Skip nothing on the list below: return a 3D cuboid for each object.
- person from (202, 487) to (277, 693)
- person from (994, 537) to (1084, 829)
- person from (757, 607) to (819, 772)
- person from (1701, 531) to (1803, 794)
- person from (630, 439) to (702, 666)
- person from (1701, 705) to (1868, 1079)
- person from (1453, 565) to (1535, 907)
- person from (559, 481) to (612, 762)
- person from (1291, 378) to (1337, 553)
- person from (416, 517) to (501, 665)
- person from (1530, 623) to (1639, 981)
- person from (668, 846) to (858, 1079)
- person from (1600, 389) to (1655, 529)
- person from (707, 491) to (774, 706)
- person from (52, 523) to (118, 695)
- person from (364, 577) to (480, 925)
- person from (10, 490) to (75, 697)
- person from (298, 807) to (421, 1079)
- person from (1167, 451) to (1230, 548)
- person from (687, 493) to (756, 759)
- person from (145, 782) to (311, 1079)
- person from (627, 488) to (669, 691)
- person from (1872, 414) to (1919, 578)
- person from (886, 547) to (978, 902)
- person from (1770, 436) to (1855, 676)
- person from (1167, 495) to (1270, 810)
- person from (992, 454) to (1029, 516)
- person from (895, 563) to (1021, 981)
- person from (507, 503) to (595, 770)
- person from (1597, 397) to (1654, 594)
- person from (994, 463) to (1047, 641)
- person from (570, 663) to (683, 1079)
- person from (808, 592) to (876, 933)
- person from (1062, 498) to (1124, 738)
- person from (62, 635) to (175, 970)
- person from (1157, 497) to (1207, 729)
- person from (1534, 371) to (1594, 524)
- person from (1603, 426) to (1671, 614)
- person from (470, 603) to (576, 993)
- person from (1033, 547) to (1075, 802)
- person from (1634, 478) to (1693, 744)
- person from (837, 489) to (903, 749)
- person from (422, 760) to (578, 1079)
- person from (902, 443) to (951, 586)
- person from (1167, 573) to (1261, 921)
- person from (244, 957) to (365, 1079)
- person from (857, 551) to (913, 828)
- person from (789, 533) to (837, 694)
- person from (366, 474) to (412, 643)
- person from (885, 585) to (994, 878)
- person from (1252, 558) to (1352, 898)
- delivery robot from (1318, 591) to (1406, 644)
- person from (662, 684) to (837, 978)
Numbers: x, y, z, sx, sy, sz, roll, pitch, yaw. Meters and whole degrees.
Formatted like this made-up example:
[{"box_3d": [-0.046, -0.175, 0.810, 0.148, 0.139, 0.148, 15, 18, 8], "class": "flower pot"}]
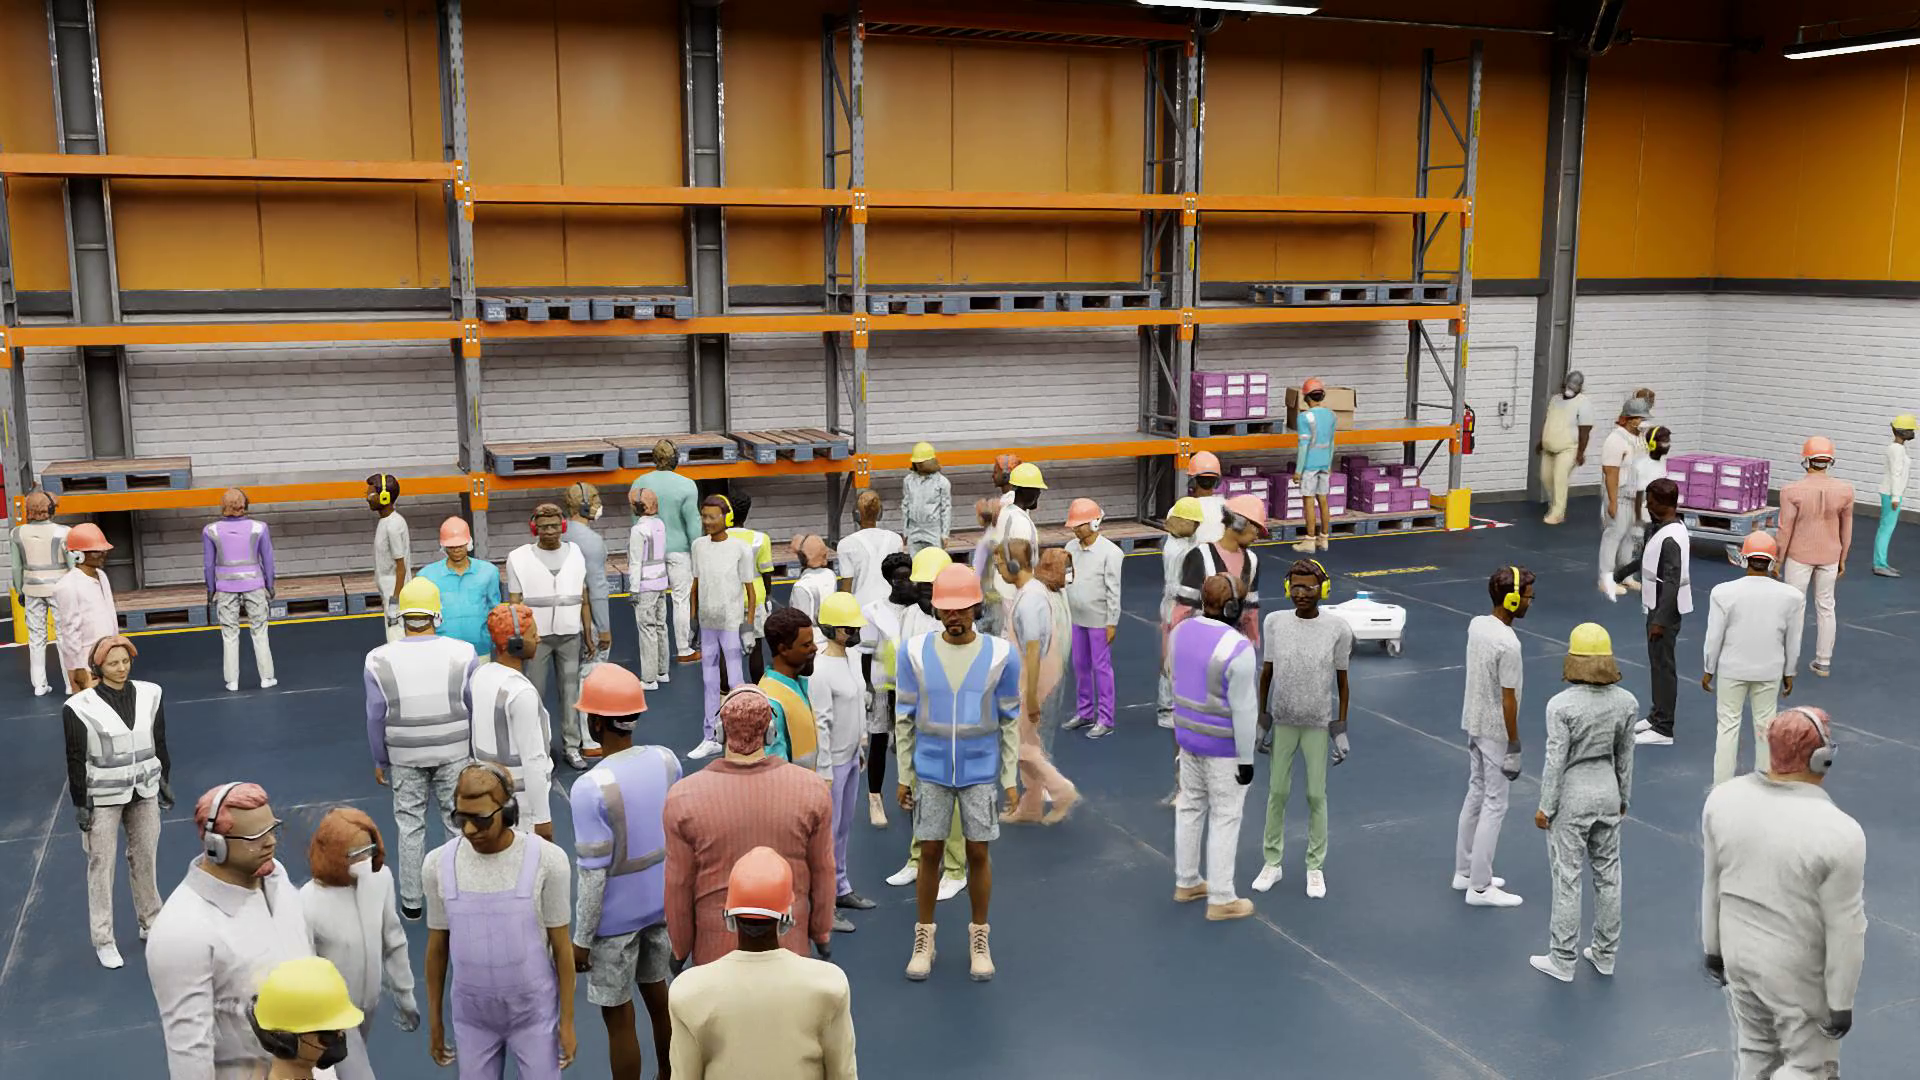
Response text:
[{"box_3d": [-5.739, 0.399, 13.268, 0.516, 1.640, 0.314, -3, 10, -18], "class": "person"}, {"box_3d": [0.455, 0.878, 10.006, 0.525, 1.812, 0.556, 1, 10, 8], "class": "person"}, {"box_3d": [-0.803, 1.246, 7.585, 0.391, 1.920, 0.588, 0, 10, -1], "class": "person"}, {"box_3d": [5.019, 0.808, 10.583, 0.574, 1.749, 0.333, 2, 10, 10], "class": "person"}, {"box_3d": [-2.466, 0.108, 14.088, 0.632, 1.940, 0.372, 3, 10, 17], "class": "person"}, {"box_3d": [2.944, 1.529, 6.026, 0.668, 1.889, 0.653, -4, 11, -24], "class": "person"}, {"box_3d": [2.869, 1.047, 8.924, 0.337, 1.857, 0.524, -1, 10, -7], "class": "person"}, {"box_3d": [-2.593, 0.558, 11.492, 0.361, 1.939, 0.635, -8, 13, -40], "class": "person"}, {"box_3d": [4.105, -0.866, 19.415, 0.609, 2.036, 0.402, -7, 12, -37], "class": "person"}, {"box_3d": [-3.344, 0.706, 11.169, 0.575, 1.749, 0.334, -4, 11, -23], "class": "person"}, {"box_3d": [3.003, 1.258, 8.037, 0.494, 1.737, 0.313, -3, 10, -15], "class": "person"}, {"box_3d": [-0.586, 1.775, 5.011, 0.563, 1.753, 0.327, -1, 10, -6], "class": "person"}, {"box_3d": [8.554, -1.014, 20.995, 1.019, 1.783, 0.523, -4, 11, -21], "class": "person"}, {"box_3d": [-1.682, 0.471, 12.690, 0.538, 1.696, 0.317, 0, 10, -2], "class": "person"}, {"box_3d": [-5.658, 0.756, 10.879, 0.331, 1.753, 0.561, -1, 10, -4], "class": "person"}, {"box_3d": [-2.773, 1.098, 8.688, 0.590, 1.833, 0.404, -3, 10, -17], "class": "person"}, {"box_3d": [-7.173, 0.428, 13.102, 0.522, 1.639, 0.309, 0, 10, -3], "class": "person"}, {"box_3d": [-2.198, 1.705, 5.956, 0.863, 1.578, 0.507, 3, 10, 18], "class": "person"}, {"box_3d": [1.789, 0.357, 12.353, 0.615, 2.040, 0.391, -3, 10, -17], "class": "person"}, {"box_3d": [-1.645, 0.603, 11.415, 0.537, 1.874, 0.312, 5, 11, 25], "class": "person"}, {"box_3d": [-2.194, 1.671, 5.172, 0.403, 1.906, 0.651, 1, 10, 4], "class": "person"}, {"box_3d": [-2.500, 0.392, 13.340, 0.310, 1.631, 0.510, 2, 10, 13], "class": "person"}, {"box_3d": [10.137, -0.487, 18.011, 0.326, 1.767, 0.533, 5, 11, 27], "class": "person"}, {"box_3d": [-0.147, 0.986, 9.051, 0.588, 1.930, 0.359, 9, 14, 43], "class": "person"}, {"box_3d": [7.022, 0.140, 13.737, 0.611, 1.996, 0.378, 0, 10, 2], "class": "person"}, {"box_3d": [1.599, 0.714, 10.480, 0.725, 1.991, 0.388, -6, 11, -31], "class": "person"}, {"box_3d": [0.391, 0.236, 13.506, 0.351, 1.882, 0.581, 1, 10, 7], "class": "person"}, {"box_3d": [-0.014, 1.114, 7.986, 0.605, 2.045, 0.386, 1, 10, 4], "class": "person"}, {"box_3d": [-2.747, 0.655, 11.198, 0.565, 1.845, 0.387, -5, 11, -28], "class": "person"}, {"box_3d": [6.883, -0.464, 17.089, 0.683, 2.000, 0.536, -9, 13, -42], "class": "person"}, {"box_3d": [0.462, 0.370, 12.634, 0.397, 1.920, 0.587, -1, 10, -7], "class": "person"}, {"box_3d": [-1.318, 1.430, 6.470, 0.361, 1.939, 0.542, 6, 11, 30], "class": "person"}, {"box_3d": [-0.618, 1.136, 8.661, 0.310, 1.768, 0.533, 3, 10, 17], "class": "person"}, {"box_3d": [0.927, 0.556, 12.090, 0.355, 1.737, 0.573, -8, 13, -39], "class": "person"}, {"box_3d": [-4.152, 1.272, 8.239, 0.308, 1.641, 0.511, 6, 12, 32], "class": "person"}, {"box_3d": [1.642, 0.534, 12.232, 0.323, 1.732, 0.492, 4, 11, 23], "class": "person"}, {"box_3d": [7.758, -1.216, 21.421, 0.537, 2.000, 0.724, -4, 11, -22], "class": "person"}, {"box_3d": [6.634, -0.198, 16.121, 0.520, 1.851, 0.722, -9, 13, -41], "class": "person"}, {"box_3d": [-2.079, 1.223, 7.816, 0.344, 1.882, 0.584, -8, 13, -39], "class": "person"}, {"box_3d": [0.594, 0.850, 10.689, 0.264, 1.632, 0.508, 3, 10, 17], "class": "person"}, {"box_3d": [5.011, 0.507, 11.860, 0.392, 1.914, 0.587, 4, 10, 19], "class": "person"}, {"box_3d": [-0.643, 0.557, 11.768, 0.510, 1.846, 0.341, -6, 12, -31], "class": "person"}, {"box_3d": [-1.558, 1.624, 5.662, 0.518, 1.836, 0.345, 0, 10, 1], "class": "person"}, {"box_3d": [-0.328, -0.054, 15.608, 0.486, 1.735, 0.322, 4, 11, 23], "class": "person"}, {"box_3d": [1.354, 1.077, 8.821, 0.429, 1.834, 0.634, -6, 12, -31], "class": "person"}, {"box_3d": [-1.753, 1.909, 4.318, 0.894, 1.727, 0.532, 0, 10, 1], "class": "person"}, {"box_3d": [-0.375, 0.905, 10.188, 0.533, 1.697, 0.318, -5, 11, -27], "class": "person"}, {"box_3d": [-0.980, 0.764, 11.176, 0.308, 1.637, 0.511, 4, 10, 19], "class": "person"}, {"box_3d": [-4.258, 0.430, 12.426, 0.317, 1.870, 0.531, -4, 11, -24], "class": "person"}, {"box_3d": [-0.111, 1.065, 9.338, 0.619, 1.675, 0.415, 2, 10, 9], "class": "person"}, {"box_3d": [1.861, 1.015, 9.054, 0.517, 1.873, 0.328, 4, 10, 20], "class": "person"}, {"box_3d": [3.490, 0.690, 14.447, 0.707, 0.478, 0.477, 0, 10, -3], "class": "delivery robot"}, {"box_3d": [-0.789, 1.479, 6.281, 0.649, 1.907, 0.409, -2, 10, -14], "class": "person"}]
